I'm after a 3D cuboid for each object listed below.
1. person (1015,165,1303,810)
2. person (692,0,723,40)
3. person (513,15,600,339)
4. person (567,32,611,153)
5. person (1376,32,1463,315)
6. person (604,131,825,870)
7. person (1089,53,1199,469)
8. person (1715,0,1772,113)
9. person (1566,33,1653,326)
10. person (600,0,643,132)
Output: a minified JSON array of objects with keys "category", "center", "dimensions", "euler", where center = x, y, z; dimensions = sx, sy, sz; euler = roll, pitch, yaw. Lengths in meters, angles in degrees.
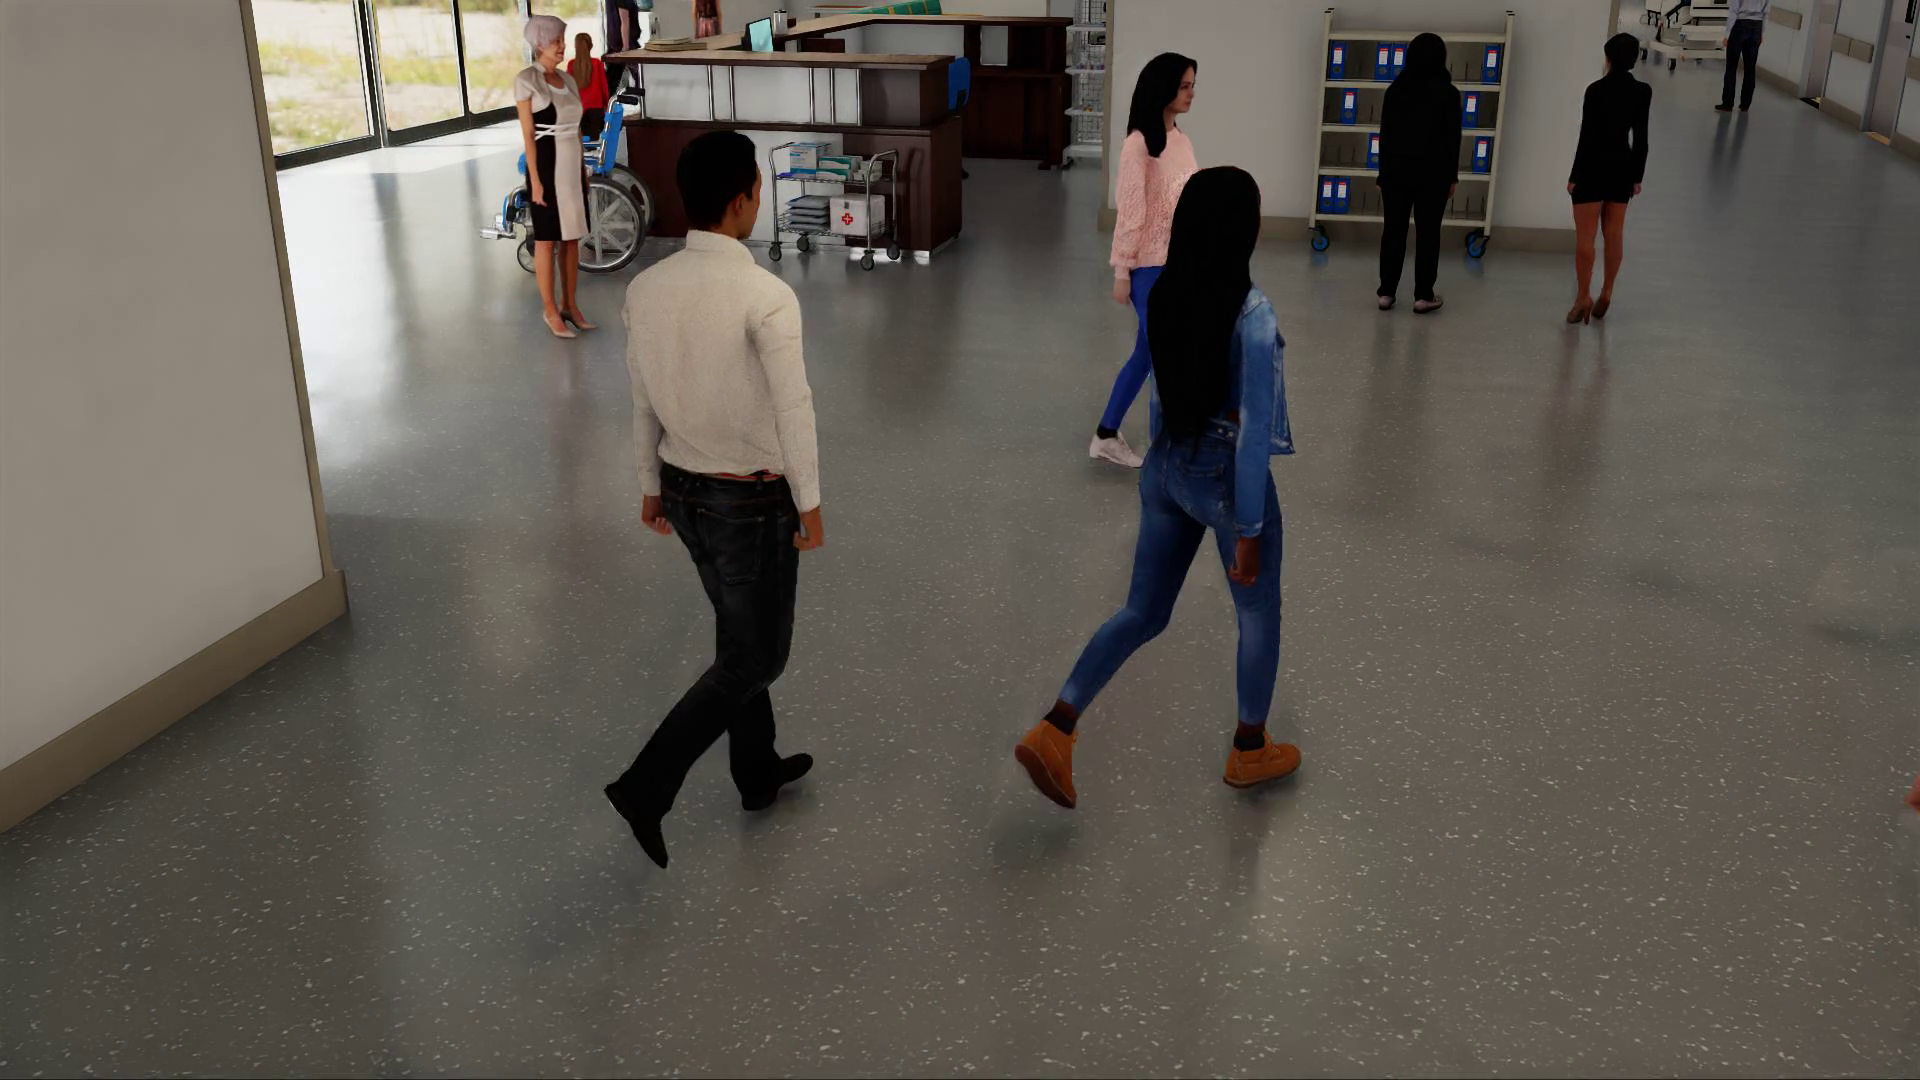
[{"category":"person","center":[0.541,-0.063,4.222],"dimensions":[1.143,1.680,1.127],"euler":[-14,25,-32]},{"category":"person","center":[-3.374,-6.831,22.262],"dimensions":[0.533,1.561,0.675],"euler":[0,21,1]},{"category":"person","center":[-2.278,-2.015,9.278],"dimensions":[0.620,1.750,0.664],"euler":[11,23,27]},{"category":"person","center":[-3.294,-3.817,14.736],"dimensions":[0.910,1.254,0.717],"euler":[0,21,0]},{"category":"person","center":[2.713,-2.174,9.888],"dimensions":[0.652,1.617,0.775],"euler":[12,24,29]},{"category":"person","center":[-0.618,-0.044,4.026],"dimensions":[1.051,1.785,0.937],"euler":[13,24,31]},{"category":"person","center":[0.748,-1.085,6.842],"dimensions":[1.086,1.738,0.905],"euler":[16,26,36]},{"category":"person","center":[9.394,-6.073,19.896],"dimensions":[0.604,1.820,0.769],"euler":[0,21,-1]},{"category":"person","center":[3.707,-2.063,9.559],"dimensions":[0.655,1.642,0.727],"euler":[-2,21,-5]},{"category":"person","center":[-3.684,-5.257,17.765],"dimensions":[1.274,1.802,1.180],"euler":[-10,23,-25]}]
